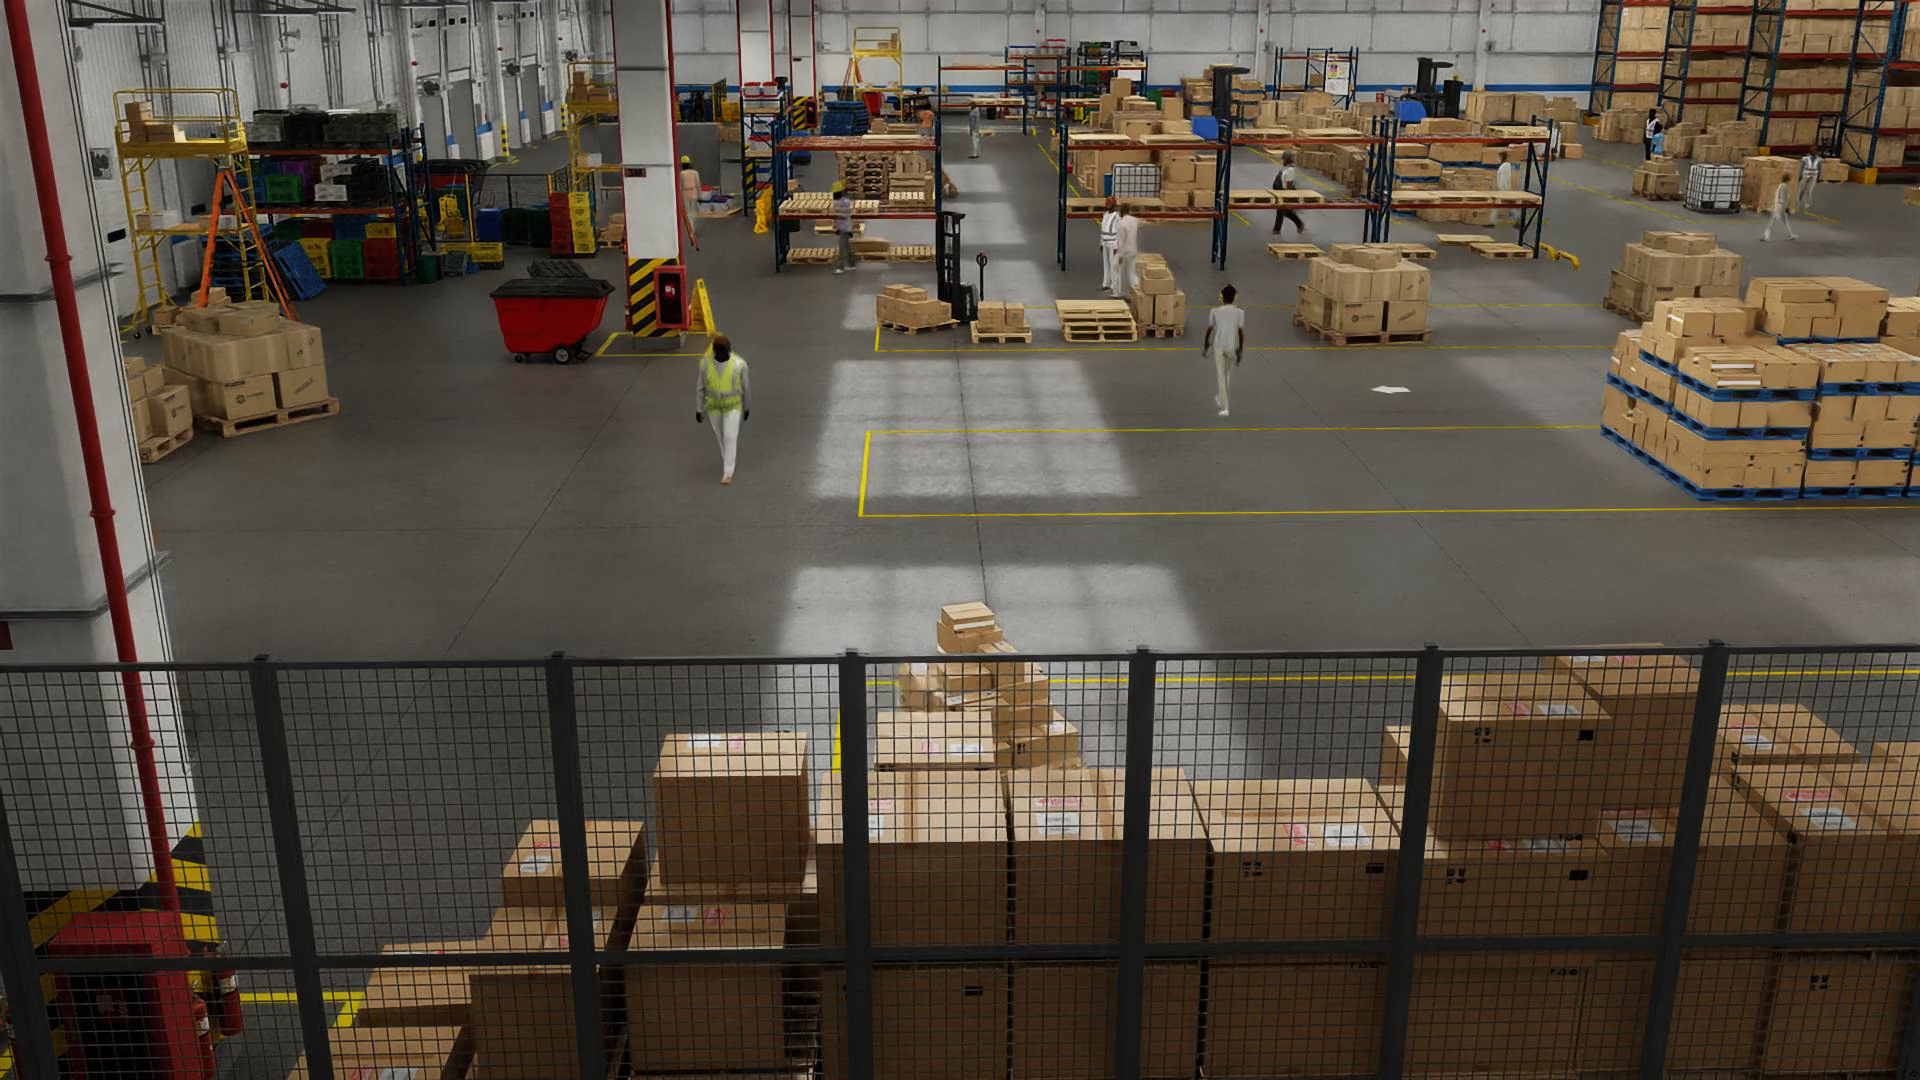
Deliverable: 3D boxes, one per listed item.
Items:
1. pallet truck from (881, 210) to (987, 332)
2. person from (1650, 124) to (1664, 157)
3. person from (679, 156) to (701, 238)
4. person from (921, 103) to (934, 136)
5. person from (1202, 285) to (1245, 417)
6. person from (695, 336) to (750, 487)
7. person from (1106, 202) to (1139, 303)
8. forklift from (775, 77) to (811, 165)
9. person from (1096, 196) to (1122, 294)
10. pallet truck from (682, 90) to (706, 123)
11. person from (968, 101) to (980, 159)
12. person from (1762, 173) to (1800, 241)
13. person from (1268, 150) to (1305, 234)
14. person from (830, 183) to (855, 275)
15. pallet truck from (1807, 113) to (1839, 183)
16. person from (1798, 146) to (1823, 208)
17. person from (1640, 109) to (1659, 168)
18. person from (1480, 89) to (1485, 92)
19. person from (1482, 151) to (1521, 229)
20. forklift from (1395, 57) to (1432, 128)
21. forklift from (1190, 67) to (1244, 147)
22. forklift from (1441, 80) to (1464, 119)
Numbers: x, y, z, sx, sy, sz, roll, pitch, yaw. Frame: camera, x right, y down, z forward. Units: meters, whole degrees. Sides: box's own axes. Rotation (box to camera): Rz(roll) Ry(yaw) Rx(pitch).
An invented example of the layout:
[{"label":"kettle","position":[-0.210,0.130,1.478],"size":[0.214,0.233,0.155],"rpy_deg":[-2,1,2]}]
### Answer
[{"label":"pallet truck","position":[-0.493,-4.759,29.349],"size":[1.885,1.965,0.823],"rpy_deg":[-13,23,-34]},{"label":"person","position":[21.318,-11.886,50.952],"size":[0.318,1.700,0.535],"rpy_deg":[18,25,42]},{"label":"person","position":[-6.545,-8.196,39.681],"size":[0.620,1.900,0.750],"rpy_deg":[-13,22,-33]},{"label":"person","position":[-1.162,-14.946,60.101],"size":[0.549,1.646,0.865],"rpy_deg":[7,20,20]},{"label":"person","position":[3.722,-2.687,23.494],"size":[0.523,1.818,0.980],"rpy_deg":[-2,19,-5]},{"label":"person","position":[-2.900,-1.631,20.399],"size":[0.630,1.799,0.972],"rpy_deg":[2,19,5]},{"label":"person","position":[3.083,-5.426,31.467],"size":[0.771,1.906,0.695],"rpy_deg":[14,23,35]},{"label":"forklift","position":[-5.920,-13.893,55.085],"size":[1.873,2.768,1.129],"rpy_deg":[-1,19,-1]},{"label":"person","position":[2.927,-5.765,32.513],"size":[0.355,1.882,0.576],"rpy_deg":[-10,21,-28]},{"label":"pallet truck","position":[-9.671,-15.907,62.421],"size":[0.823,1.965,1.885],"rpy_deg":[5,19,15]},{"label":"person","position":[0.496,-14.064,57.065],"size":[0.364,1.934,0.627],"rpy_deg":[8,20,22]},{"label":"person","position":[19.291,-7.768,38.886],"size":[0.845,1.590,0.547],"rpy_deg":[7,20,20]},{"label":"person","position":[7.887,-8.349,39.932],"size":[0.781,2.000,0.691],"rpy_deg":[1,19,3]},{"label":"person","position":[-2.476,-6.535,34.820],"size":[0.670,1.880,0.634],"rpy_deg":[-8,20,-24]},{"label":"pallet truck","position":[26.403,-11.957,50.702],"size":[0.823,1.965,1.885],"rpy_deg":[6,19,16]},{"label":"person","position":[22.929,-9.797,44.872],"size":[0.519,1.624,0.479],"rpy_deg":[5,19,15]},{"label":"person","position":[22.458,-13.035,54.039],"size":[0.390,1.912,0.589],"rpy_deg":[-3,19,-8]},{"label":"person","position":[20.017,-16.353,63.918],"size":[0.548,1.894,0.997],"rpy_deg":[9,21,24]},{"label":"person","position":[13.440,-8.600,40.904],"size":[0.885,1.909,0.637],"rpy_deg":[11,21,28]},{"label":"forklift","position":[19.108,-18.499,68.749],"size":[1.873,2.768,1.129],"rpy_deg":[-1,19,-1]},{"label":"forklift","position":[9.442,-15.894,61.021],"size":[1.873,2.768,1.129],"rpy_deg":[-1,19,-1]},{"label":"forklift","position":[15.644,-13.239,53.146],"size":[1.873,2.768,1.129],"rpy_deg":[-1,19,-1]}]
